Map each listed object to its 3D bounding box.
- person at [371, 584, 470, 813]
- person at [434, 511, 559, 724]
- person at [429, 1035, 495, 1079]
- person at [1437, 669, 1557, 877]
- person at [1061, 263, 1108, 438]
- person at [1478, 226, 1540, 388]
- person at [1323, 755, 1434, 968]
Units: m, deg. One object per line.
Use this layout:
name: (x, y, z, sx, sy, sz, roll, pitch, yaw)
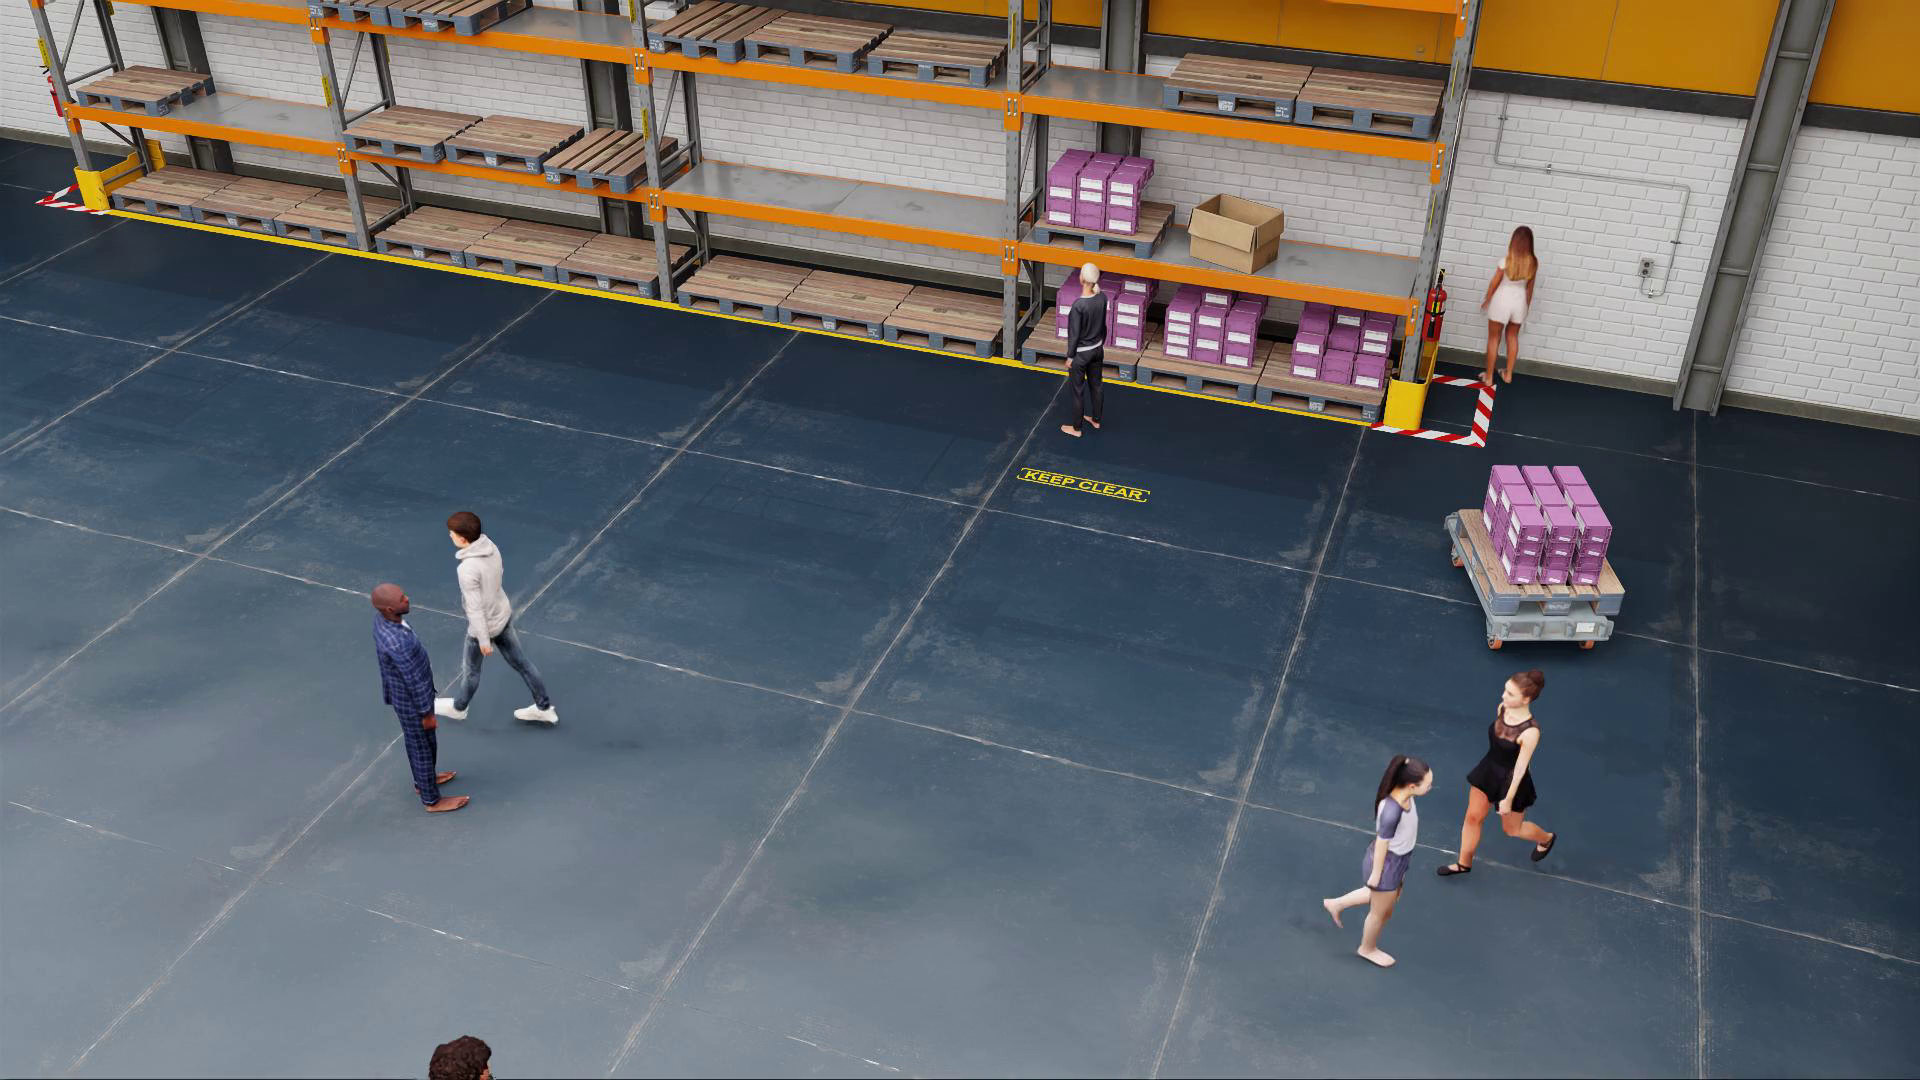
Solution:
person: (-3.703, 1.047, 11.219, 0.825, 1.820, 0.750, -18, 37, -24)
person: (-3.266, 0.615, 11.886, 1.275, 1.801, 0.913, 3, 34, 4)
person: (-2.398, 3.130, 8.134, 0.789, 1.766, 0.714, -17, 37, -24)
person: (3.567, 1.528, 10.644, 1.090, 1.655, 0.947, -8, 35, -12)
person: (1.182, -1.793, 15.576, 0.690, 1.726, 0.696, -24, 40, -31)
person: (5.380, -2.271, 16.327, 0.672, 1.692, 0.752, -2, 34, -4)
person: (2.502, 1.917, 10.074, 0.768, 1.637, 0.663, 15, 37, 22)
